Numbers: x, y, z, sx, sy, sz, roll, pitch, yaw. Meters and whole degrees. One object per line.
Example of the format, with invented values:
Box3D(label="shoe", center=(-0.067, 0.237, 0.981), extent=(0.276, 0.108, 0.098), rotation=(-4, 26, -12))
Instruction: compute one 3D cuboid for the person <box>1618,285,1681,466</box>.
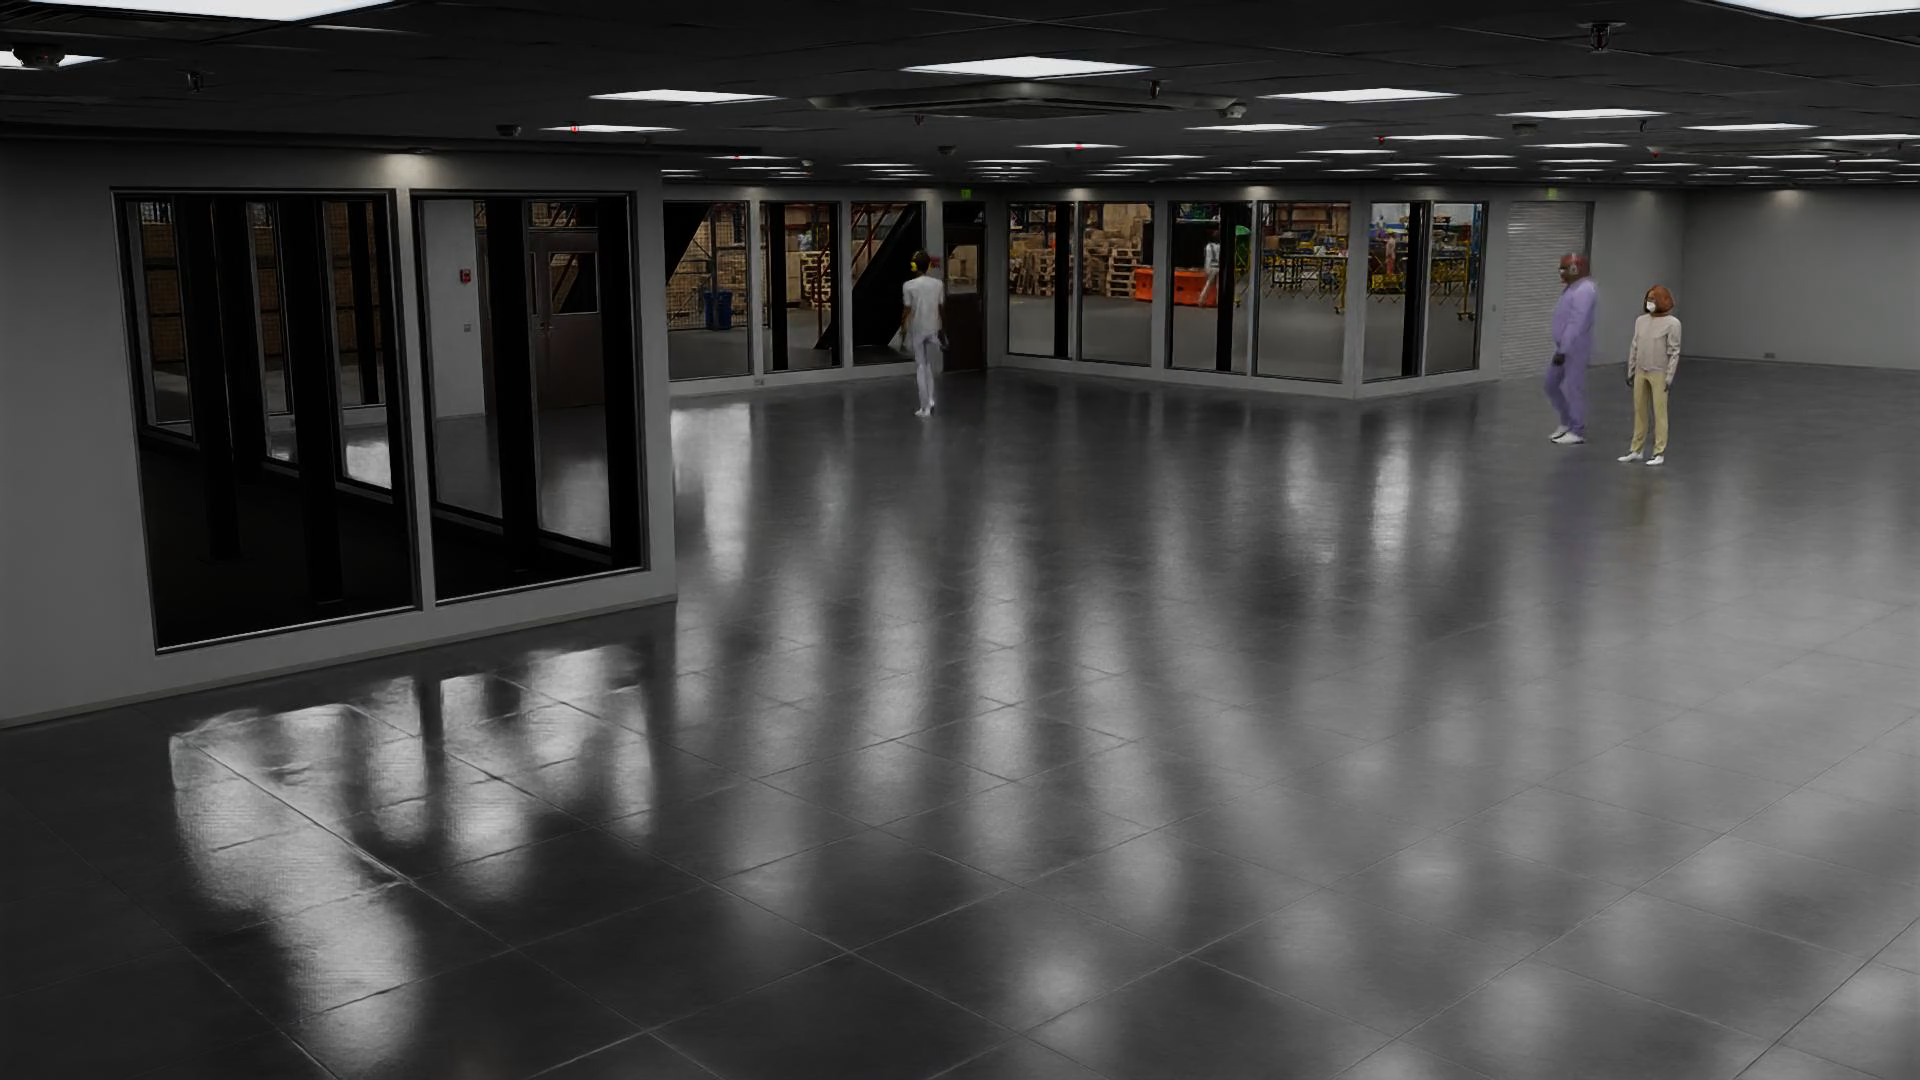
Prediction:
Box3D(label="person", center=(6.301, -1.498, 15.155), extent=(0.284, 1.633, 0.500), rotation=(-6, 13, -29))

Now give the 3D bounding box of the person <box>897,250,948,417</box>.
Box3D(label="person", center=(-0.436, -2.300, 18.615), extent=(0.560, 1.853, 0.454), rotation=(-6, 13, -29))

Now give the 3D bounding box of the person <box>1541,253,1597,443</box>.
Box3D(label="person", center=(6.030, -1.885, 16.478), extent=(0.473, 1.885, 0.639), rotation=(0, 11, 2))
